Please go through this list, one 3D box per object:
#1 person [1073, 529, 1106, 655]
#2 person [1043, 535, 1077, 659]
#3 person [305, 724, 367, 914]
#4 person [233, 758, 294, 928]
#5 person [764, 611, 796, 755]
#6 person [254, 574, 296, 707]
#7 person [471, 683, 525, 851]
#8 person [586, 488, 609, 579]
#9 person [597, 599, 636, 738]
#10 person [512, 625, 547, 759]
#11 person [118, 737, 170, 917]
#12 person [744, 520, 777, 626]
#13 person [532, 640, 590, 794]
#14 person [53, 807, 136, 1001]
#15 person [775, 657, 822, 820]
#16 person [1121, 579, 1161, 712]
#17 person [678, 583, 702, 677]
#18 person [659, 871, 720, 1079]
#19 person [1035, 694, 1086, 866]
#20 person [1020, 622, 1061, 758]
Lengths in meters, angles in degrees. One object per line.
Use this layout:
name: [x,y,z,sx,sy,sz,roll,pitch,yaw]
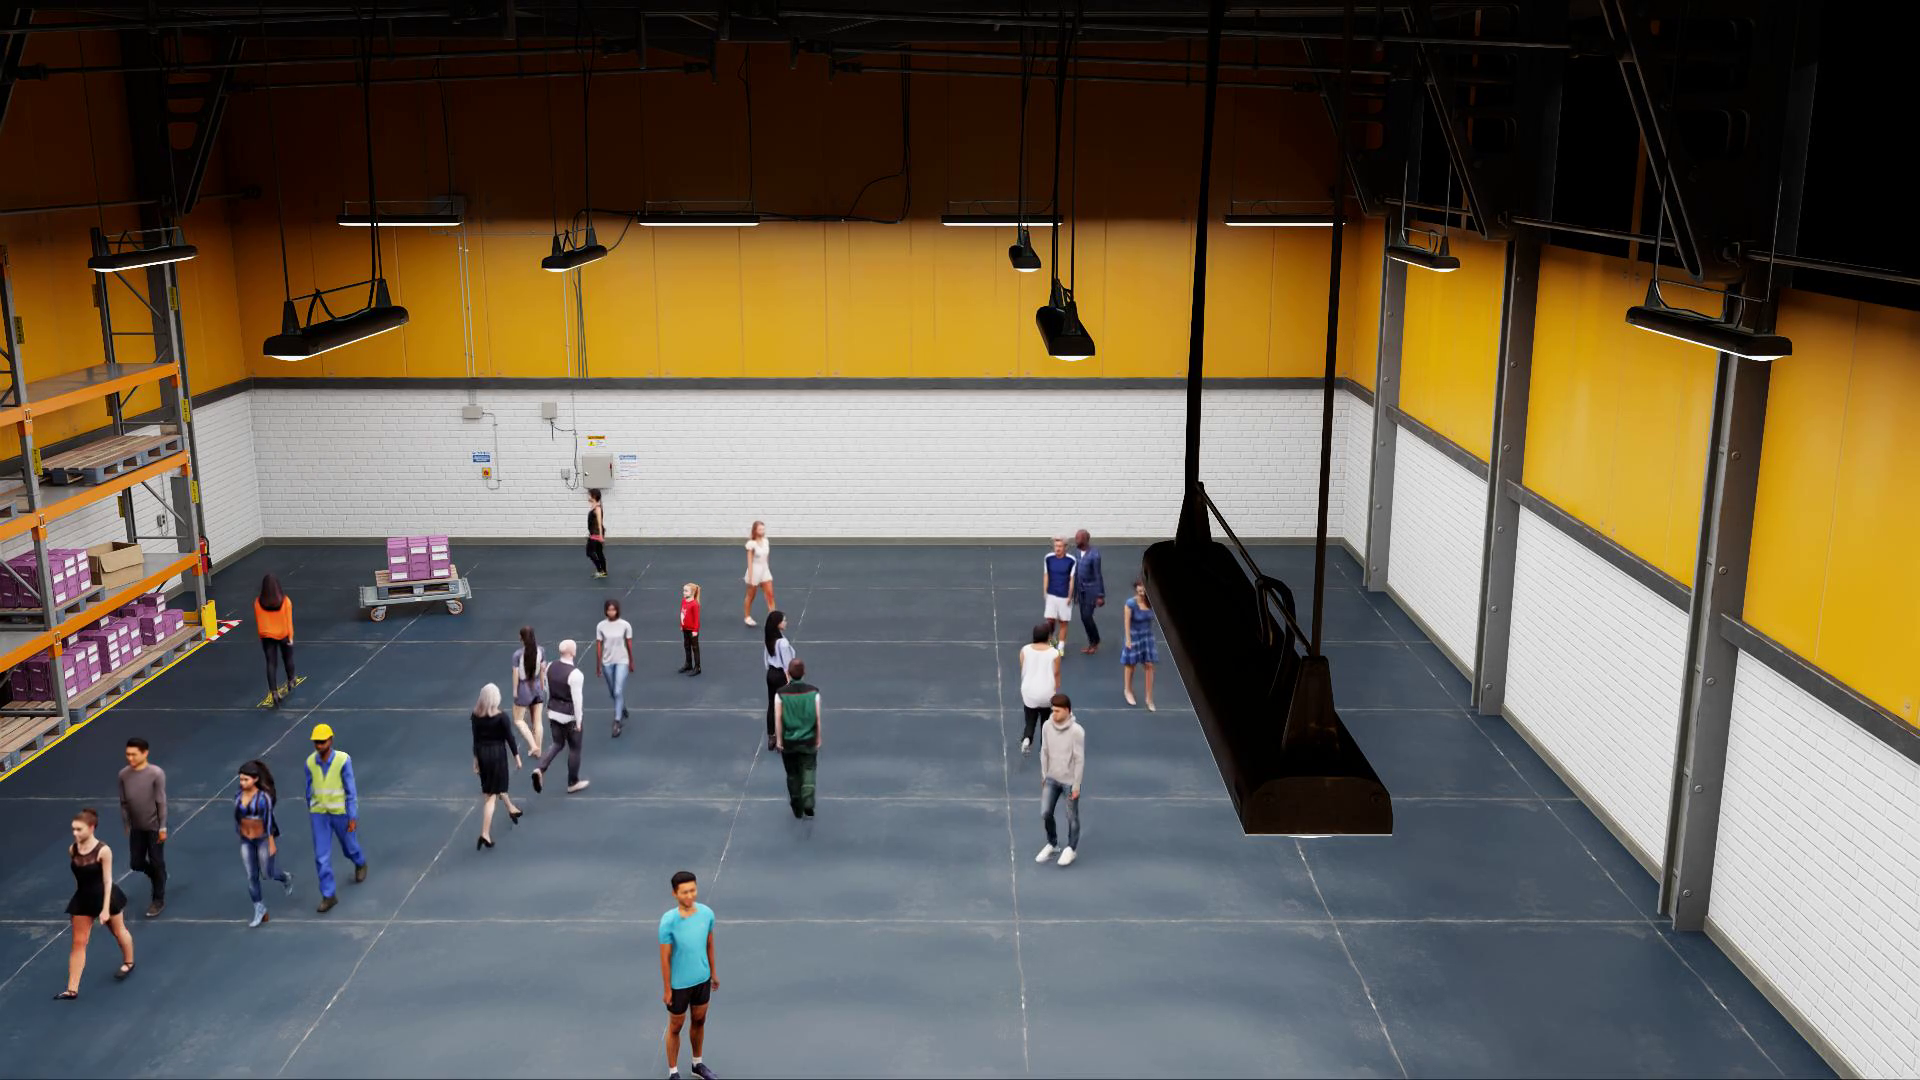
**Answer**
person: [1.895,0.734,23.874,0.890,1.792,0.809,-12,18,-40]
person: [1.444,0.774,23.644,0.699,1.822,0.720,4,14,16]
person: [-6.032,2.620,16.093,0.660,1.788,1.107,0,14,-2]
person: [-6.565,2.820,15.654,0.735,1.606,0.898,3,14,14]
person: [-2.187,1.700,19.985,0.784,1.745,0.697,-11,17,-38]
person: [-8.914,1.326,21.624,0.772,1.700,1.134,-3,14,-11]
person: [-4.891,2.376,17.264,0.849,1.711,1.181,4,14,16]
person: [-6.029,-0.113,27.908,0.645,1.539,0.539,-3,14,-11]
person: [-4.271,1.551,20.731,0.611,1.684,1.089,-1,14,-3]
person: [-5.055,1.826,19.688,0.734,1.640,0.793,-13,19,-43]
person: [-7.688,2.690,15.874,0.731,1.756,0.667,0,14,0]
person: [-3.089,0.532,25.023,1.059,1.645,1.141,-12,18,-42]
person: [-4.463,2.019,18.549,1.001,1.800,1.144,7,15,26]
person: [-7.415,3.104,14.428,0.745,1.632,1.126,3,14,13]
person: [-1.739,2.167,17.873,0.723,1.831,0.883,-2,14,-10]
person: [2.299,1.335,21.465,0.808,1.758,0.964,-7,15,-26]
person: [-3.720,1.218,22.963,0.588,1.280,0.643,12,18,40]
person: [-2.119,3.400,12.896,0.696,1.777,0.723,-10,17,-36]
person: [1.122,2.400,16.903,0.820,1.835,0.851,8,16,29]
person: [0.923,1.807,19.691,0.797,1.675,0.918,5,14,19]
